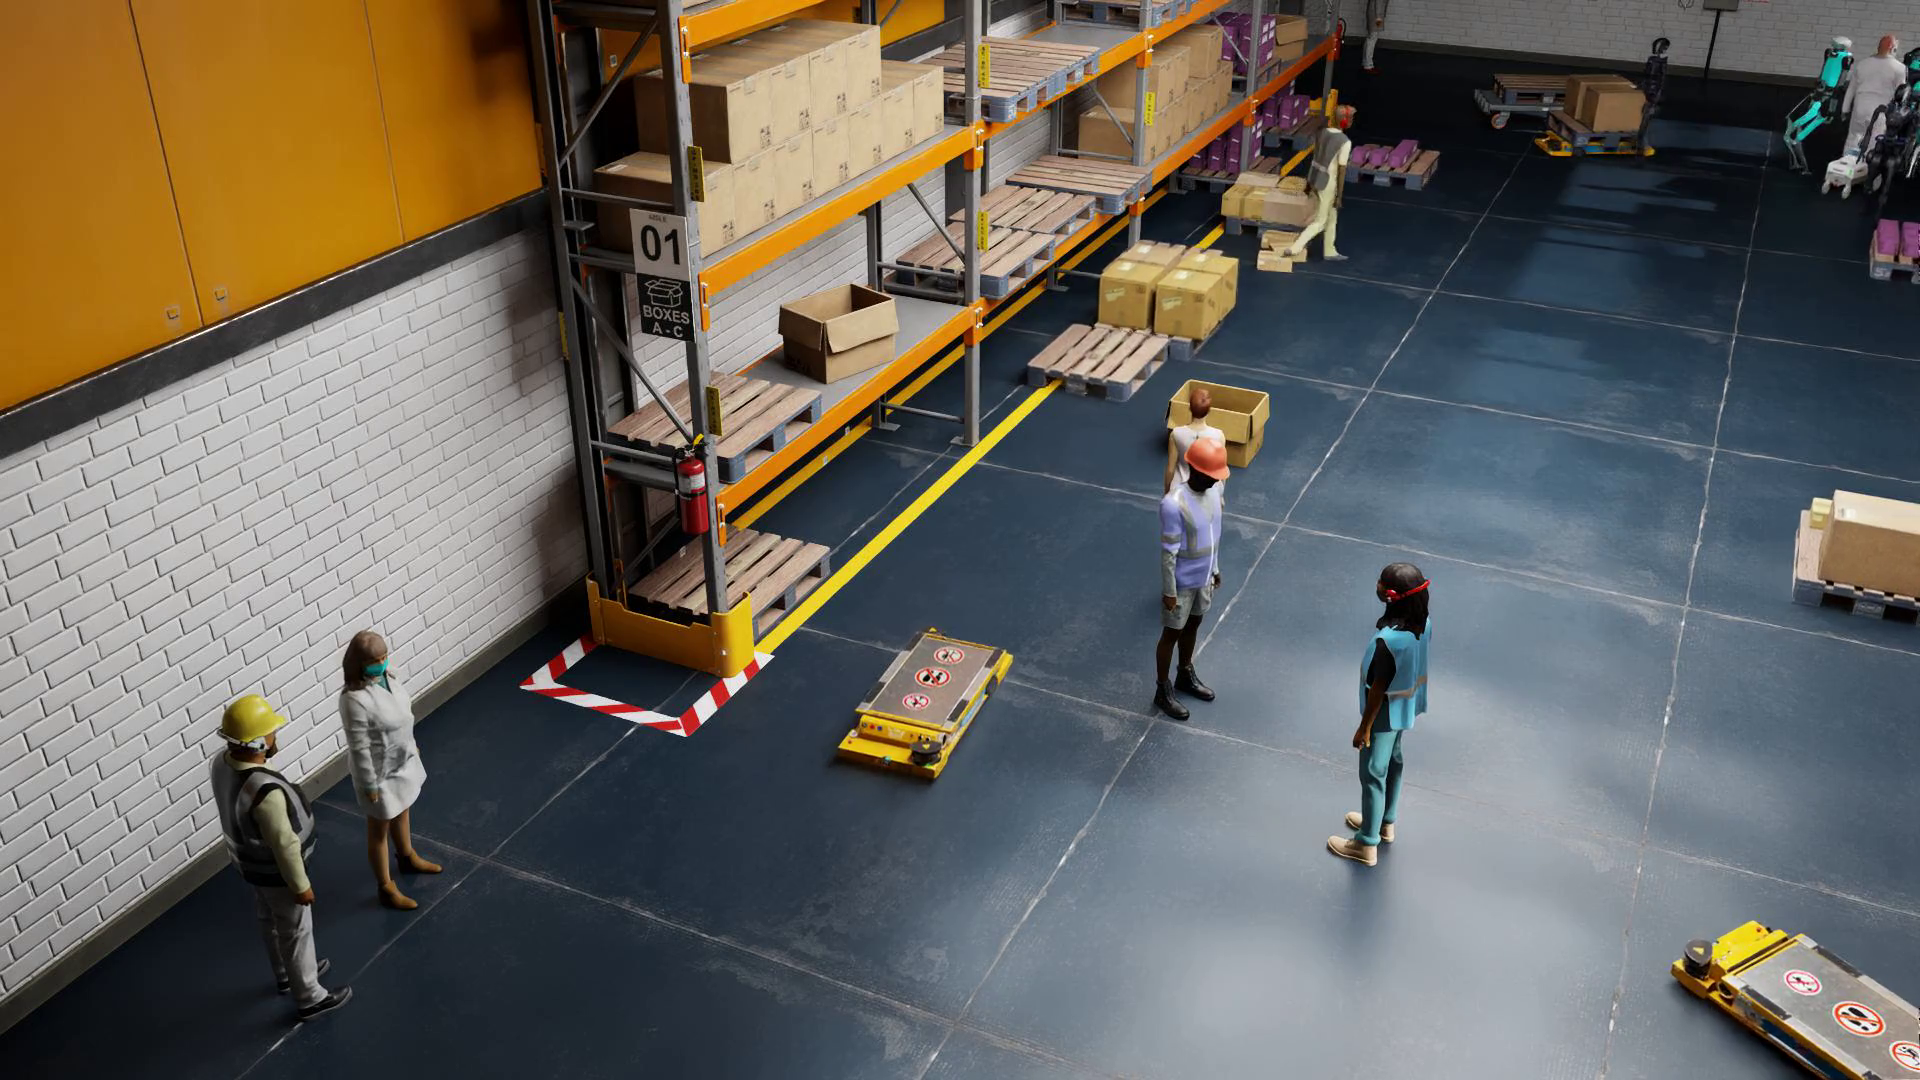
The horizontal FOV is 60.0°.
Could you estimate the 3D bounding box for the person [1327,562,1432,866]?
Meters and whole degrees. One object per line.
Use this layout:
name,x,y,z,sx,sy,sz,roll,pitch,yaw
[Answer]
person,2.375,0.969,9.261,0.394,1.862,0.508,20,34,32

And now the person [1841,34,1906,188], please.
person,11.620,-5.467,21.197,0.696,1.885,0.805,24,37,37

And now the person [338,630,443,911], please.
person,-3.088,1.222,8.990,0.342,1.662,0.485,6,29,11

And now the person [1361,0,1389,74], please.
person,6.730,-8.475,26.800,0.360,1.829,0.515,3,28,6

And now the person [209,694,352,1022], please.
person,-3.366,1.564,8.195,0.403,1.825,0.589,-25,37,-38

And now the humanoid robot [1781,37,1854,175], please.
humanoid robot,11.005,-5.599,21.548,0.684,1.783,0.542,-2,28,-4

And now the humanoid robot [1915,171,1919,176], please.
humanoid robot,12.844,-5.483,21.433,0.612,1.637,0.602,7,29,13

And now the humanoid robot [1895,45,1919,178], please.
humanoid robot,12.430,-5.575,21.540,0.684,1.821,0.541,-18,33,-30

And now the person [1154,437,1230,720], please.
person,1.484,0.224,10.568,0.366,1.928,0.541,25,37,38

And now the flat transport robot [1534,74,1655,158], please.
flat transport robot,8.703,-5.442,22.818,1.431,0.231,0.659,-1,28,-1

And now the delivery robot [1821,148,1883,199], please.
delivery robot,11.301,-4.654,21.064,0.803,0.601,0.499,-19,34,-31

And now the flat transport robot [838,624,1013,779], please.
flat transport robot,-0.199,1.027,10.824,0.659,0.231,1.431,10,30,19

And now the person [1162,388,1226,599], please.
person,1.661,-0.301,11.818,0.443,1.661,0.286,3,29,6

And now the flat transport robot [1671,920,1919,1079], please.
flat transport robot,4.353,2.411,8.258,0.659,0.231,1.431,-16,32,-27

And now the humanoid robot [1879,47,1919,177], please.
humanoid robot,12.234,-5.522,21.475,0.386,1.648,0.610,-3,28,-6

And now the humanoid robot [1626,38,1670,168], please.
humanoid robot,9.086,-5.785,21.972,0.327,1.655,0.597,-3,28,-5

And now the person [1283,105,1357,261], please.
person,3.987,-3.893,18.340,0.829,1.801,0.616,-8,29,-15

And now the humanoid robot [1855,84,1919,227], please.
humanoid robot,11.030,-4.606,19.804,0.612,1.640,0.606,22,35,35
